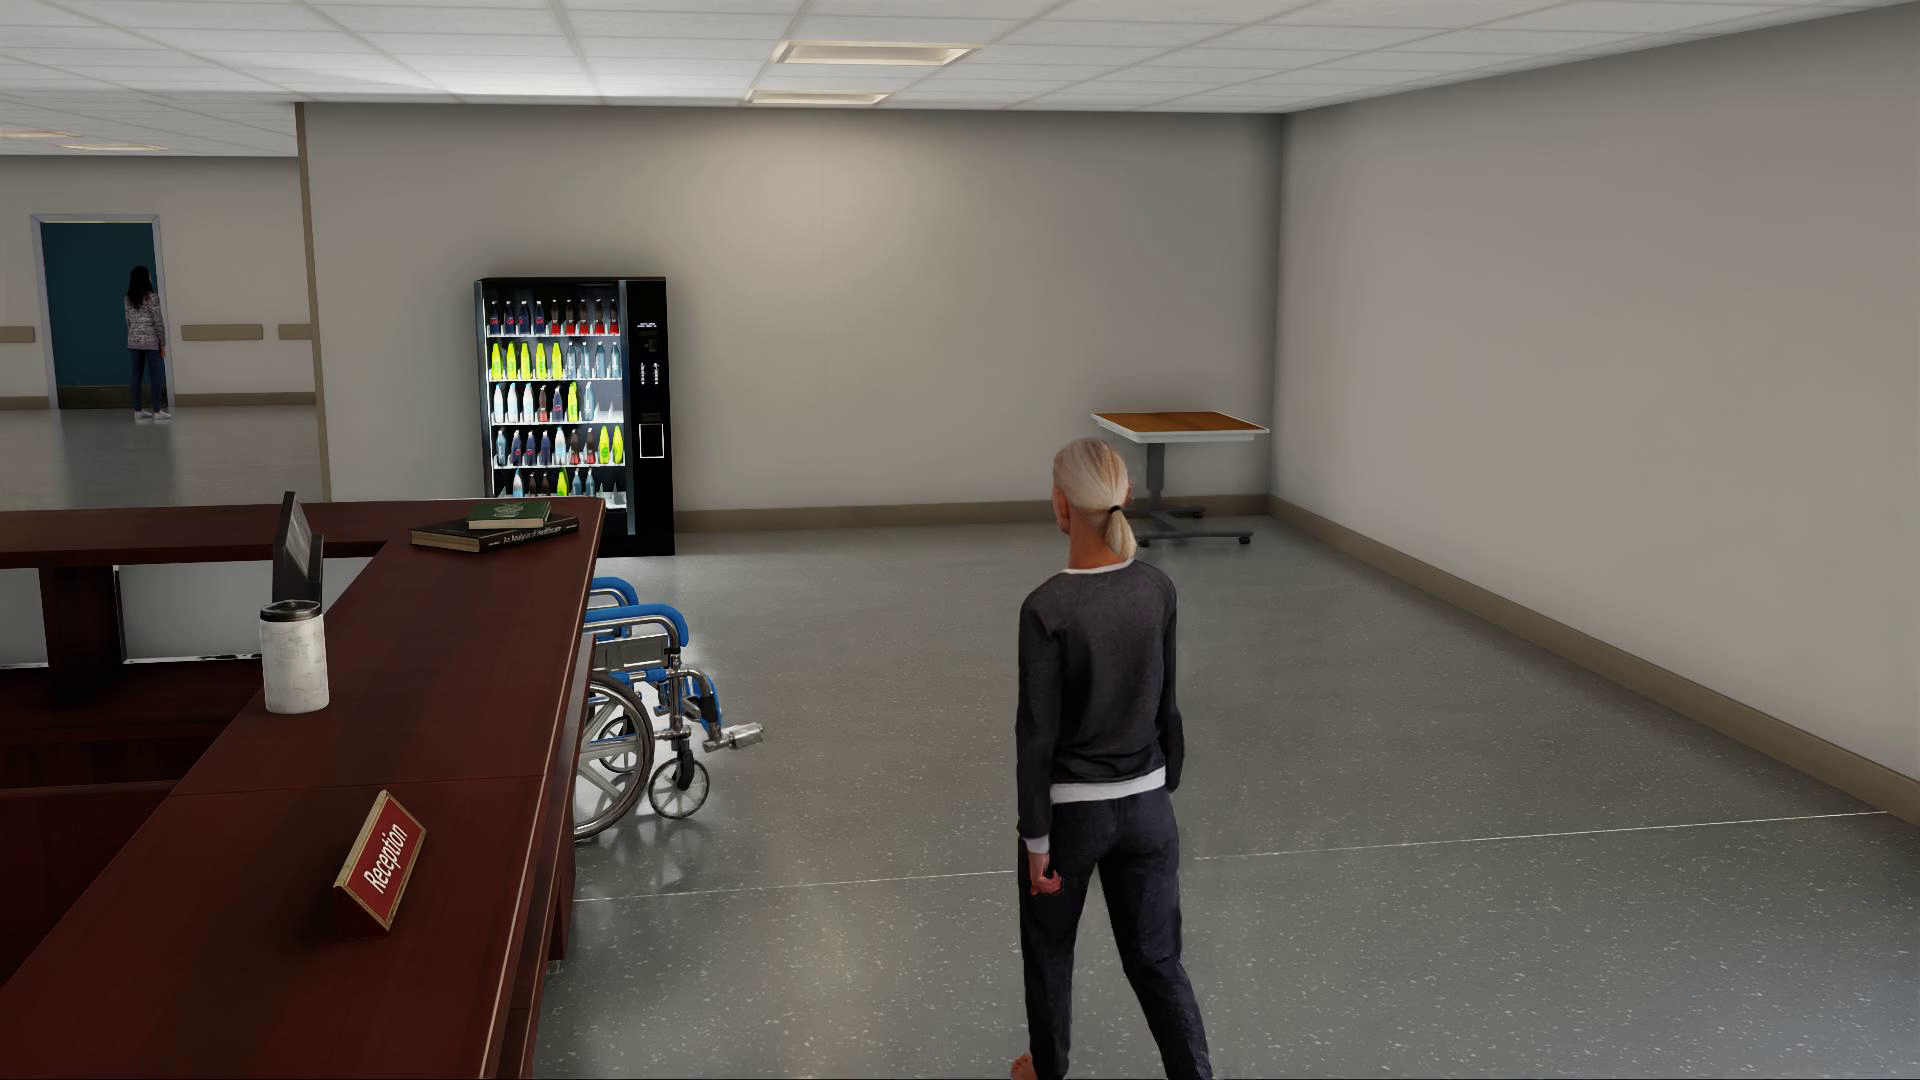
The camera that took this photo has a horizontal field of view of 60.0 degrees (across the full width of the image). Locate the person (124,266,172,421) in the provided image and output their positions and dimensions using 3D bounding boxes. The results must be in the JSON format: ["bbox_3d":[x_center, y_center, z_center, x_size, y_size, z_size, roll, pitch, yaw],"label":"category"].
[{"bbox_3d":[-9.270,-2.242,18.896,0.563,1.731,0.717,1,11,7],"label":"person"}]

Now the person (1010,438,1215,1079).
[{"bbox_3d":[0.362,0.636,3.812,1.035,1.701,0.813,-4,12,-22],"label":"person"}]
